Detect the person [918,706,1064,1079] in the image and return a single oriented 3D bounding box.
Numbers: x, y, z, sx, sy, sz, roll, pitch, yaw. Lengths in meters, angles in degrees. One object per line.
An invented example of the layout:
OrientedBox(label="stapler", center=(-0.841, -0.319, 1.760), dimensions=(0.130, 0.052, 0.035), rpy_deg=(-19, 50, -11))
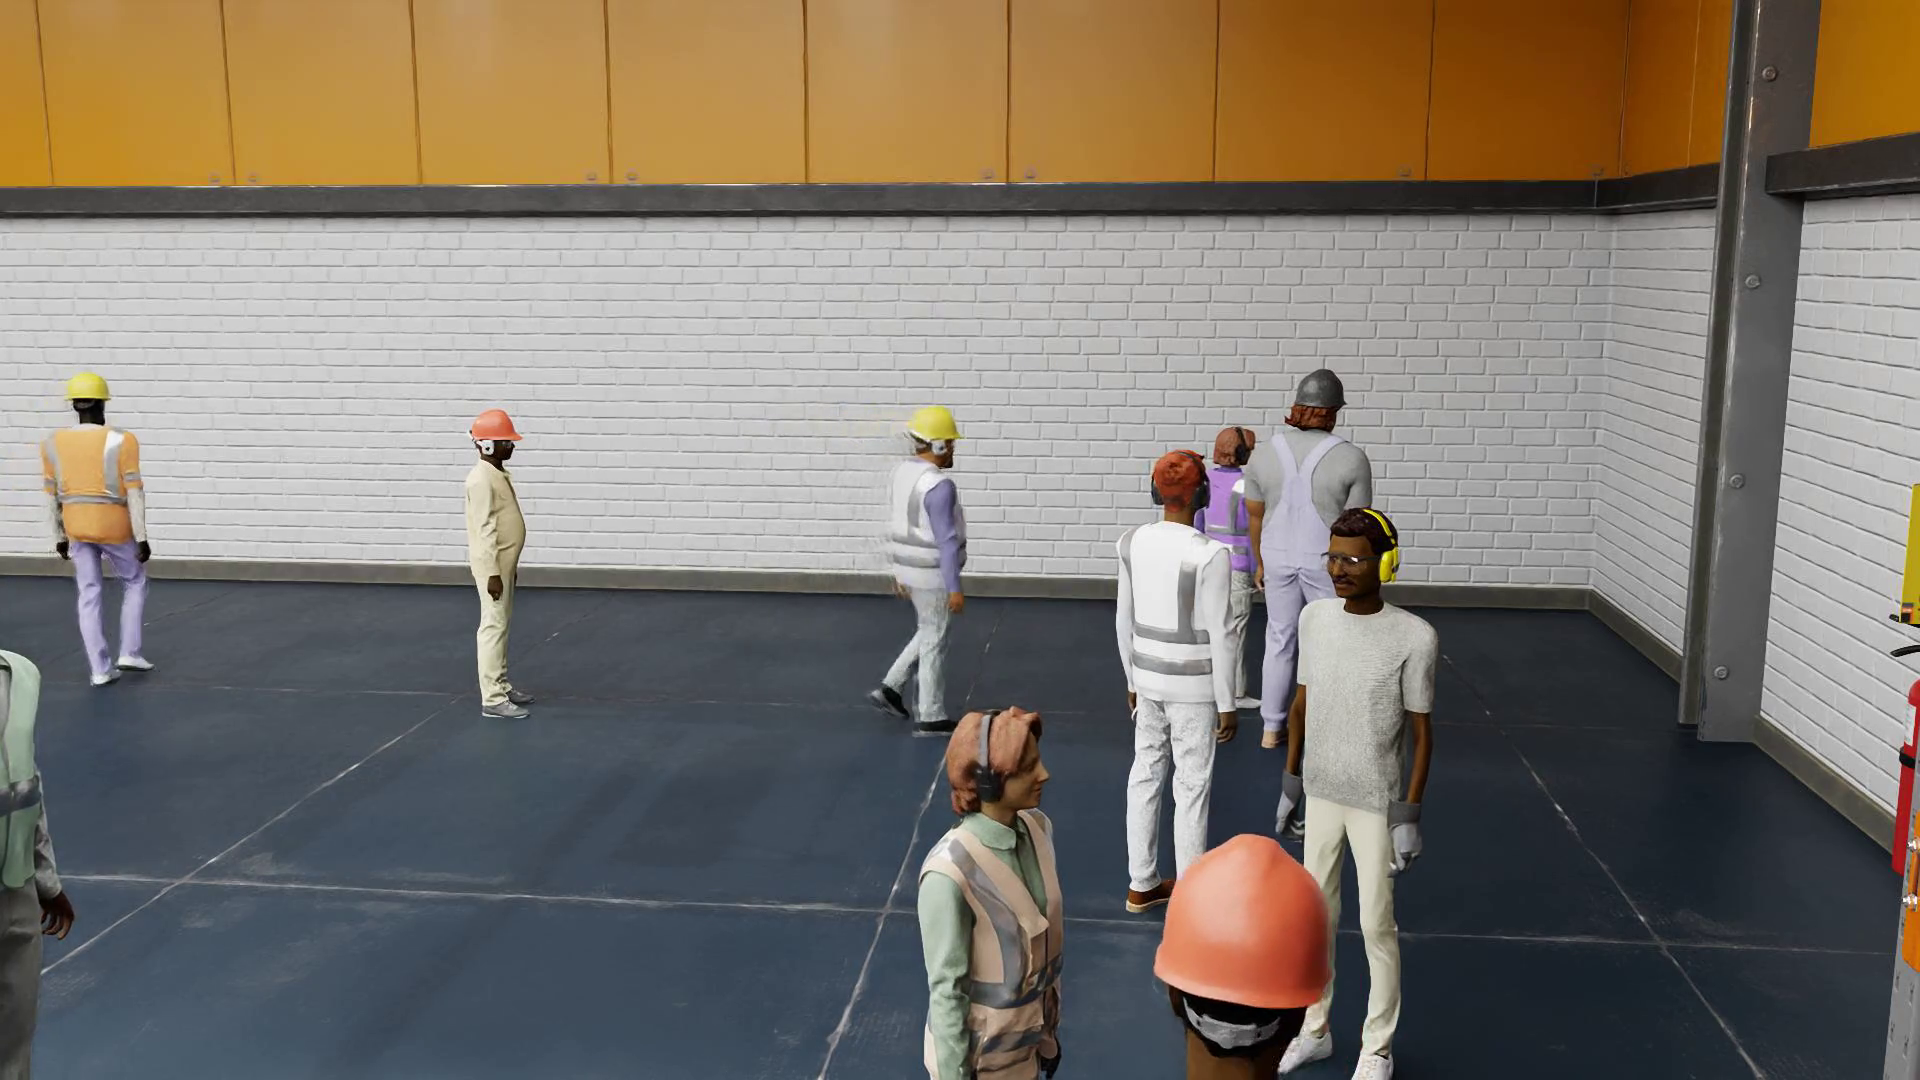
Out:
OrientedBox(label="person", center=(0.075, 1.180, 3.792), dimensions=(0.308, 1.645, 0.514), rpy_deg=(5, 11, 26))

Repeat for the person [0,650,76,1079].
OrientedBox(label="person", center=(-2.578, 0.948, 4.338), dimensions=(0.391, 1.919, 0.593), rpy_deg=(1, 10, 7))

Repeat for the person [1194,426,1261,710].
OrientedBox(label="person", center=(1.555, 0.160, 9.641), dimensions=(0.314, 1.640, 0.516), rpy_deg=(-7, 12, -33))

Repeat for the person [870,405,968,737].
OrientedBox(label="person", center=(-0.177, 0.182, 9.016), dimensions=(0.449, 1.820, 0.604), rpy_deg=(-4, 11, -21))

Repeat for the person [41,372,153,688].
OrientedBox(label="person", center=(-5.239, -0.070, 10.178), dimensions=(0.630, 1.906, 0.563), rpy_deg=(0, 10, -3))

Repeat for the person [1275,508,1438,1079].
OrientedBox(label="person", center=(1.216, 0.820, 5.206), dimensions=(0.512, 1.872, 0.328), rpy_deg=(9, 13, 42))

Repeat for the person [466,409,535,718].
OrientedBox(label="person", center=(-2.626, 0.130, 9.491), dimensions=(0.327, 1.752, 0.563), rpy_deg=(-1, 10, -8))

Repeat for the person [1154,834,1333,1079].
OrientedBox(label="person", center=(0.342, 1.345, 2.184), dimensions=(0.555, 1.884, 1.004), rpy_deg=(2, 10, 13))

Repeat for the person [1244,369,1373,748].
OrientedBox(label="person", center=(1.871, 0.114, 8.759), dimensions=(0.688, 2.000, 0.539), rpy_deg=(7, 12, 34))

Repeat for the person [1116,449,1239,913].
OrientedBox(label="person", center=(0.859, 0.583, 6.522), dimensions=(0.355, 1.885, 0.575), rpy_deg=(-9, 13, -40))
